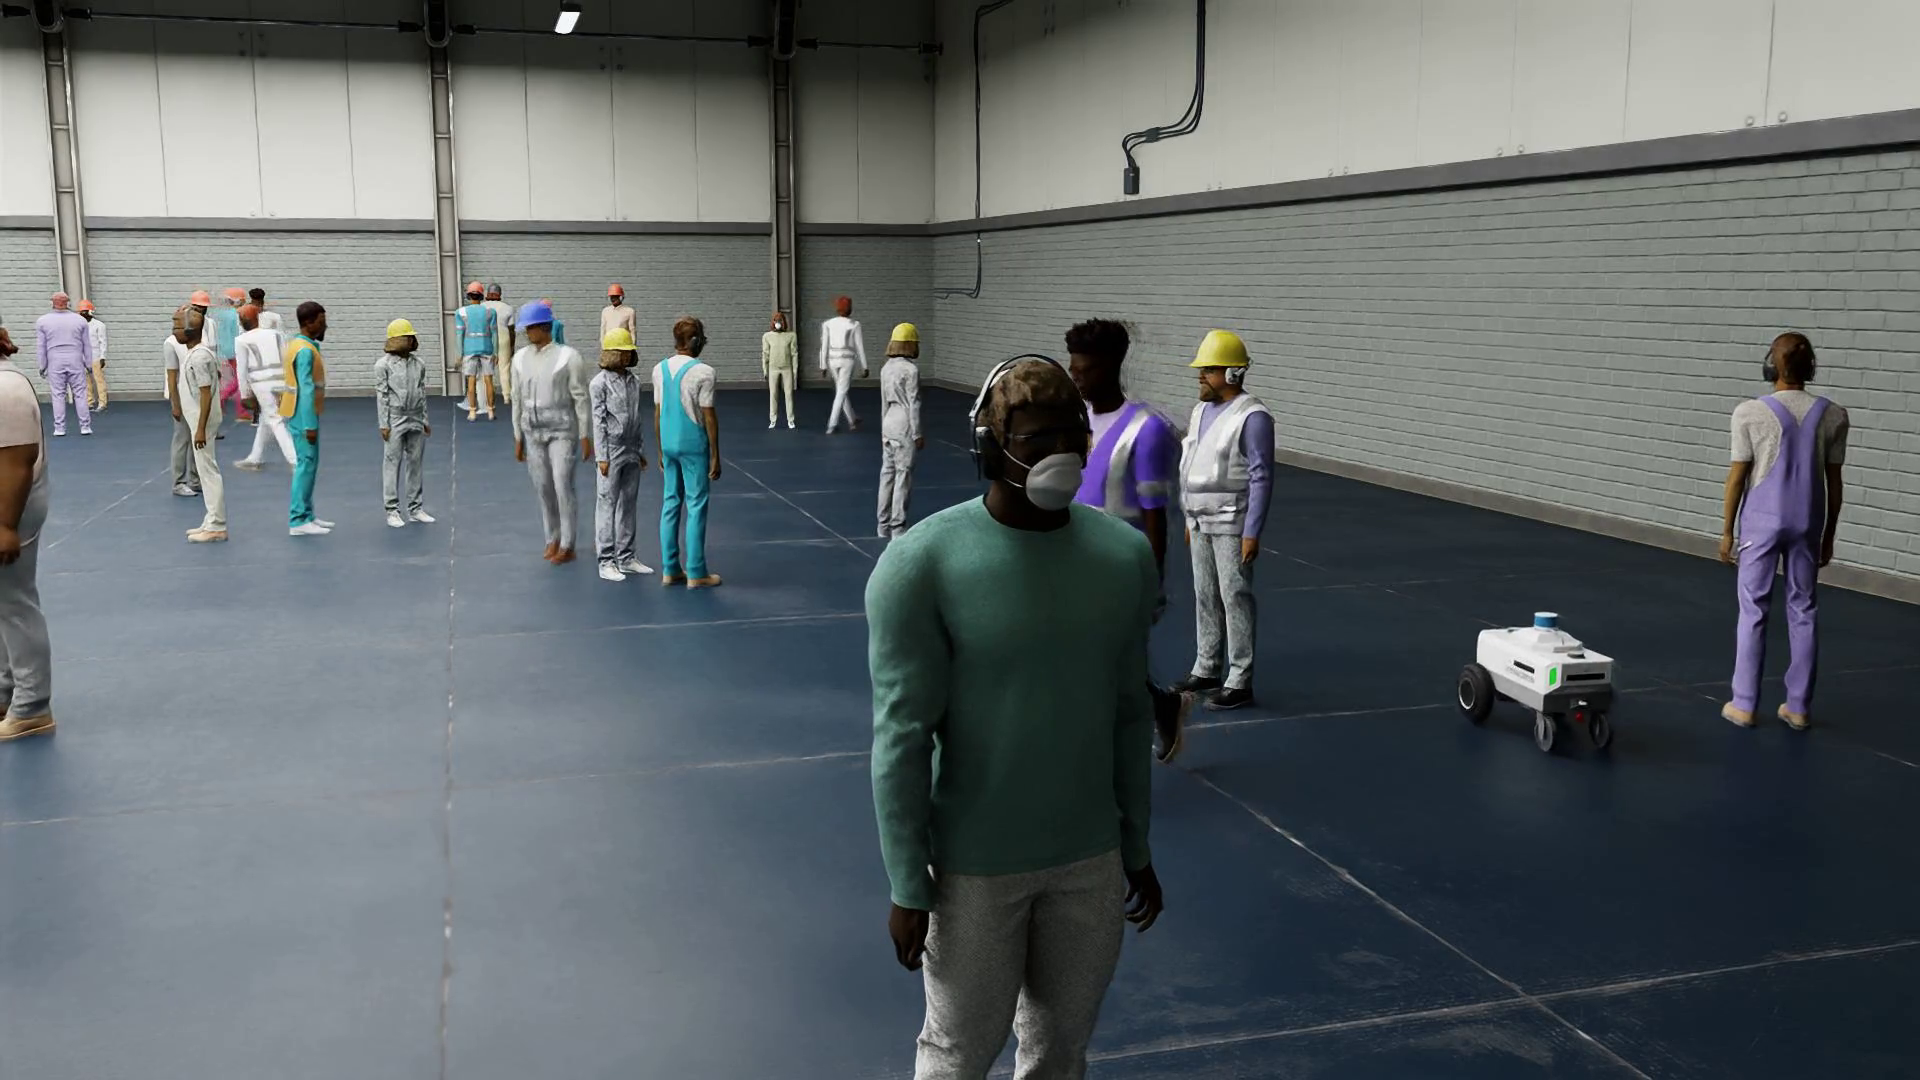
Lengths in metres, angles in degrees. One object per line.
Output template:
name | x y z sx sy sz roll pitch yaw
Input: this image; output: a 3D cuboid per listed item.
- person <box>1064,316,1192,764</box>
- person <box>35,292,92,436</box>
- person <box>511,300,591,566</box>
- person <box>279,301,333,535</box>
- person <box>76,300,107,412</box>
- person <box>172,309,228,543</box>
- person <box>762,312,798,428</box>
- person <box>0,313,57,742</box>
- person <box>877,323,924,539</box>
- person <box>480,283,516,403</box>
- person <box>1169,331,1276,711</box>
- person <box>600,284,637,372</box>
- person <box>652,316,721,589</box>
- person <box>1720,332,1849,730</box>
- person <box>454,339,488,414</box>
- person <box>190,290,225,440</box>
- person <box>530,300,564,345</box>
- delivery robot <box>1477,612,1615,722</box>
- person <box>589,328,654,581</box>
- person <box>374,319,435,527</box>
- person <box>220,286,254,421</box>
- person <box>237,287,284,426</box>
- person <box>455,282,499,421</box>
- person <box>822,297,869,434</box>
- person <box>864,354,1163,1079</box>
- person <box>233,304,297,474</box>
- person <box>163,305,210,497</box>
person | 0.660 0.082 6.618 0.756 1.941 0.607 -6 11 -35
person | -11.893 -2.332 22.112 0.648 1.907 0.401 -5 10 -30
person | -3.010 -0.789 12.208 0.618 1.953 0.428 3 9 19
person | -5.348 -0.995 13.612 0.408 1.905 0.605 -3 10 -21
person | -13.654 -2.881 26.093 0.562 1.752 0.327 2 9 15
person | -6.011 -0.898 13.162 0.328 1.842 0.514 -4 10 -25
person | -2.502 -2.361 23.199 0.498 1.627 0.280 0 9 -3
person | -4.421 -0.112 7.523 0.536 2.000 0.688 -7 11 -37
person | -0.458 -0.862 13.303 0.354 1.736 0.487 -6 10 -32
person | -7.775 -3.303 27.879 0.683 2.000 0.535 -1 9 -6
person | 1.261 -0.095 8.073 0.404 1.830 0.602 -4 10 -24
person | -5.473 -3.070 26.558 0.632 1.994 0.391 2 9 14
person | -1.824 -0.580 11.180 0.512 1.835 0.359 5 10 29
person | 3.791 -0.035 7.692 0.507 1.840 0.340 1 9 8
person | -7.597 -2.748 25.779 0.869 1.591 0.534 5 10 30
person | -9.733 -2.234 21.396 0.369 1.933 0.551 3 10 21
person | -6.654 -2.975 26.757 0.599 1.745 0.348 -7 11 -37
delivery robot | 2.660 0.573 7.576 0.477 0.478 0.707 -2 9 -11
person | -2.351 -0.598 11.570 0.297 1.744 0.487 5 10 27
person | -4.690 -0.990 14.063 0.286 1.745 0.493 6 11 34
person | -10.620 -2.711 24.321 0.546 1.980 0.624 -7 11 -37
person | -9.900 -2.593 23.594 0.603 1.964 0.367 -5 10 -27
person | -7.106 -2.777 24.518 0.606 2.044 0.374 -3 9 -19
person | -1.548 -2.374 22.623 0.602 1.828 0.999 5 10 28
person | 0.126 0.617 3.194 0.628 1.940 0.373 -5 10 -31
person | -7.405 -1.610 17.820 0.966 1.820 0.623 4 10 26
person | -7.426 -1.337 16.011 0.409 1.835 0.565 2 9 13
